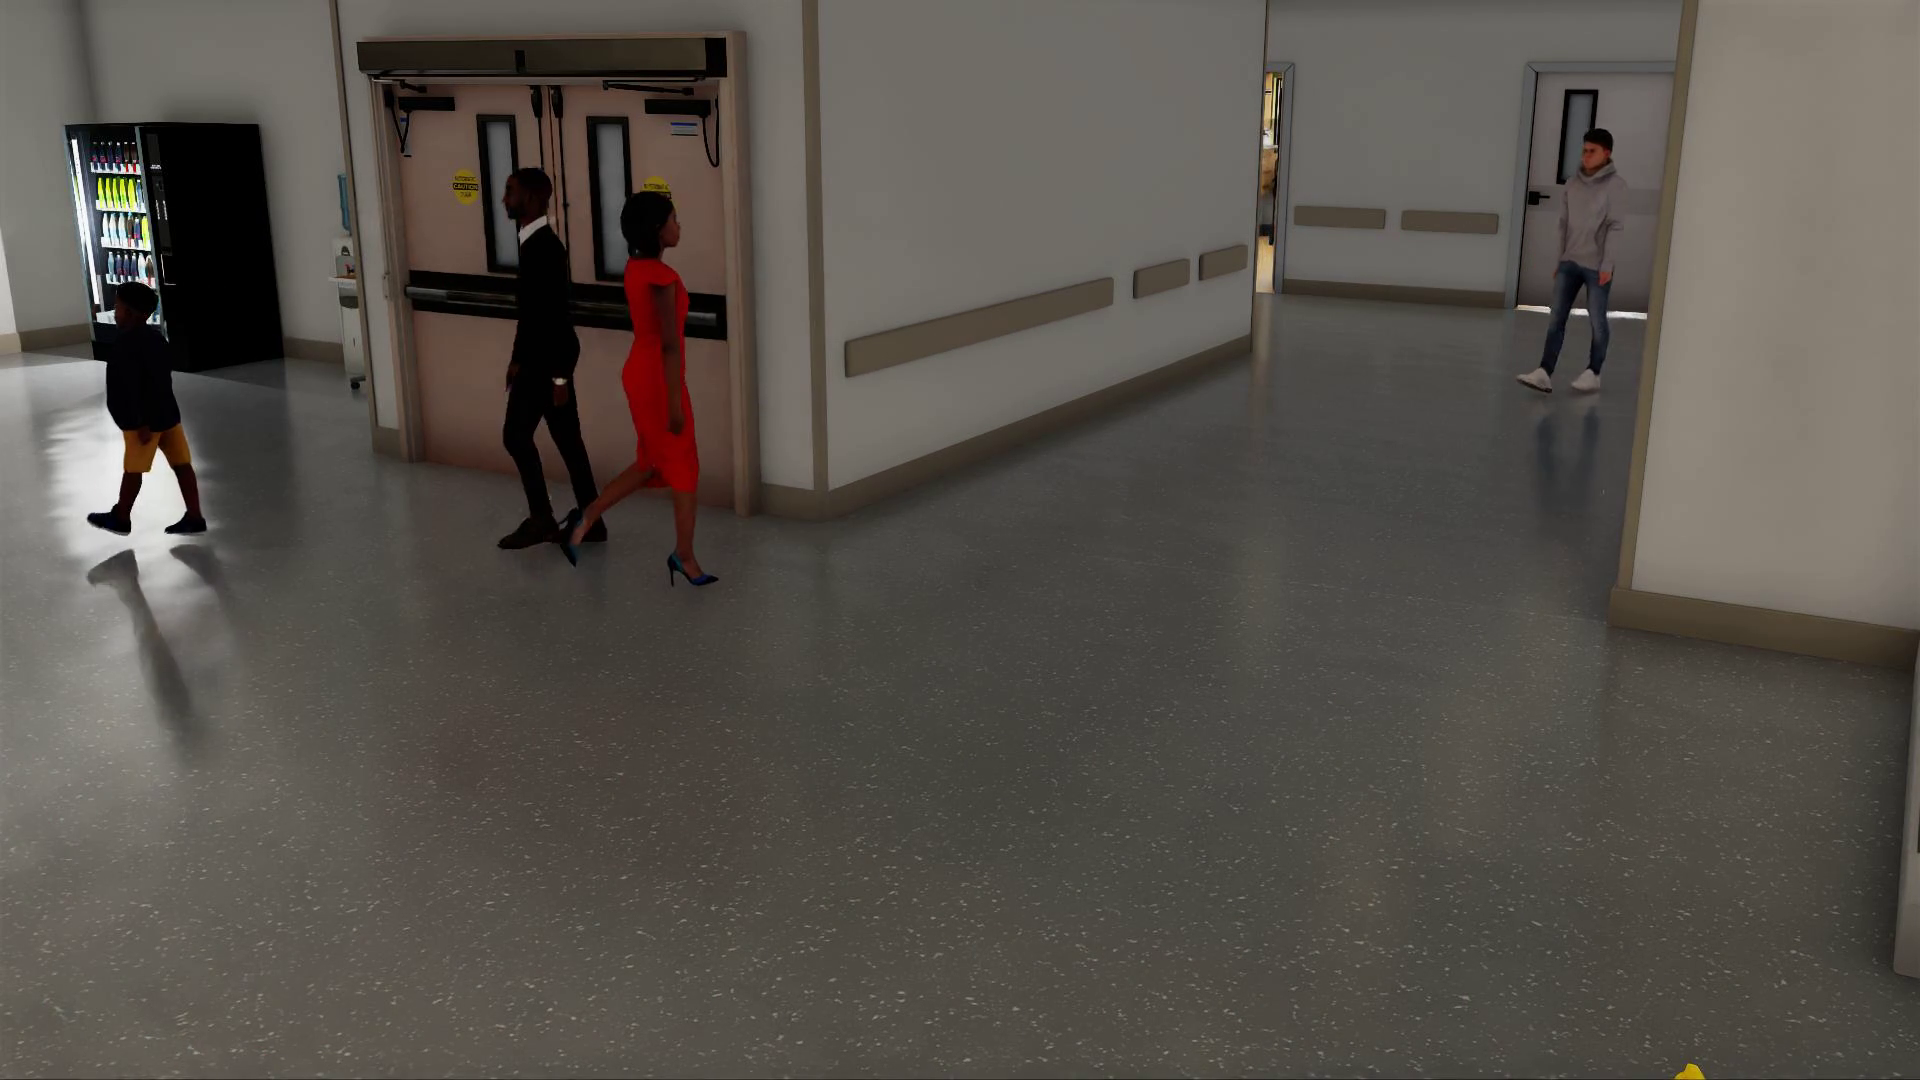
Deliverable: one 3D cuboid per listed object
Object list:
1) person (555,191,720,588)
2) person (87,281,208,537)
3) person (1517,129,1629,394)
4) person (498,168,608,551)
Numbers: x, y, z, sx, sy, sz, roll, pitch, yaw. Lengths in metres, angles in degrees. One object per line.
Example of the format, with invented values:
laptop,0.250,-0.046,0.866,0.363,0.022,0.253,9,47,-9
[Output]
person,-1.387,-0.602,7.156,0.922,1.725,0.963,-8,18,-27
person,-3.849,-0.605,8.049,0.884,1.245,0.706,2,16,7
person,4.487,-1.943,11.717,0.997,1.830,1.078,-12,20,-36
person,-1.844,-0.840,7.880,0.913,1.789,0.852,-3,16,-10
